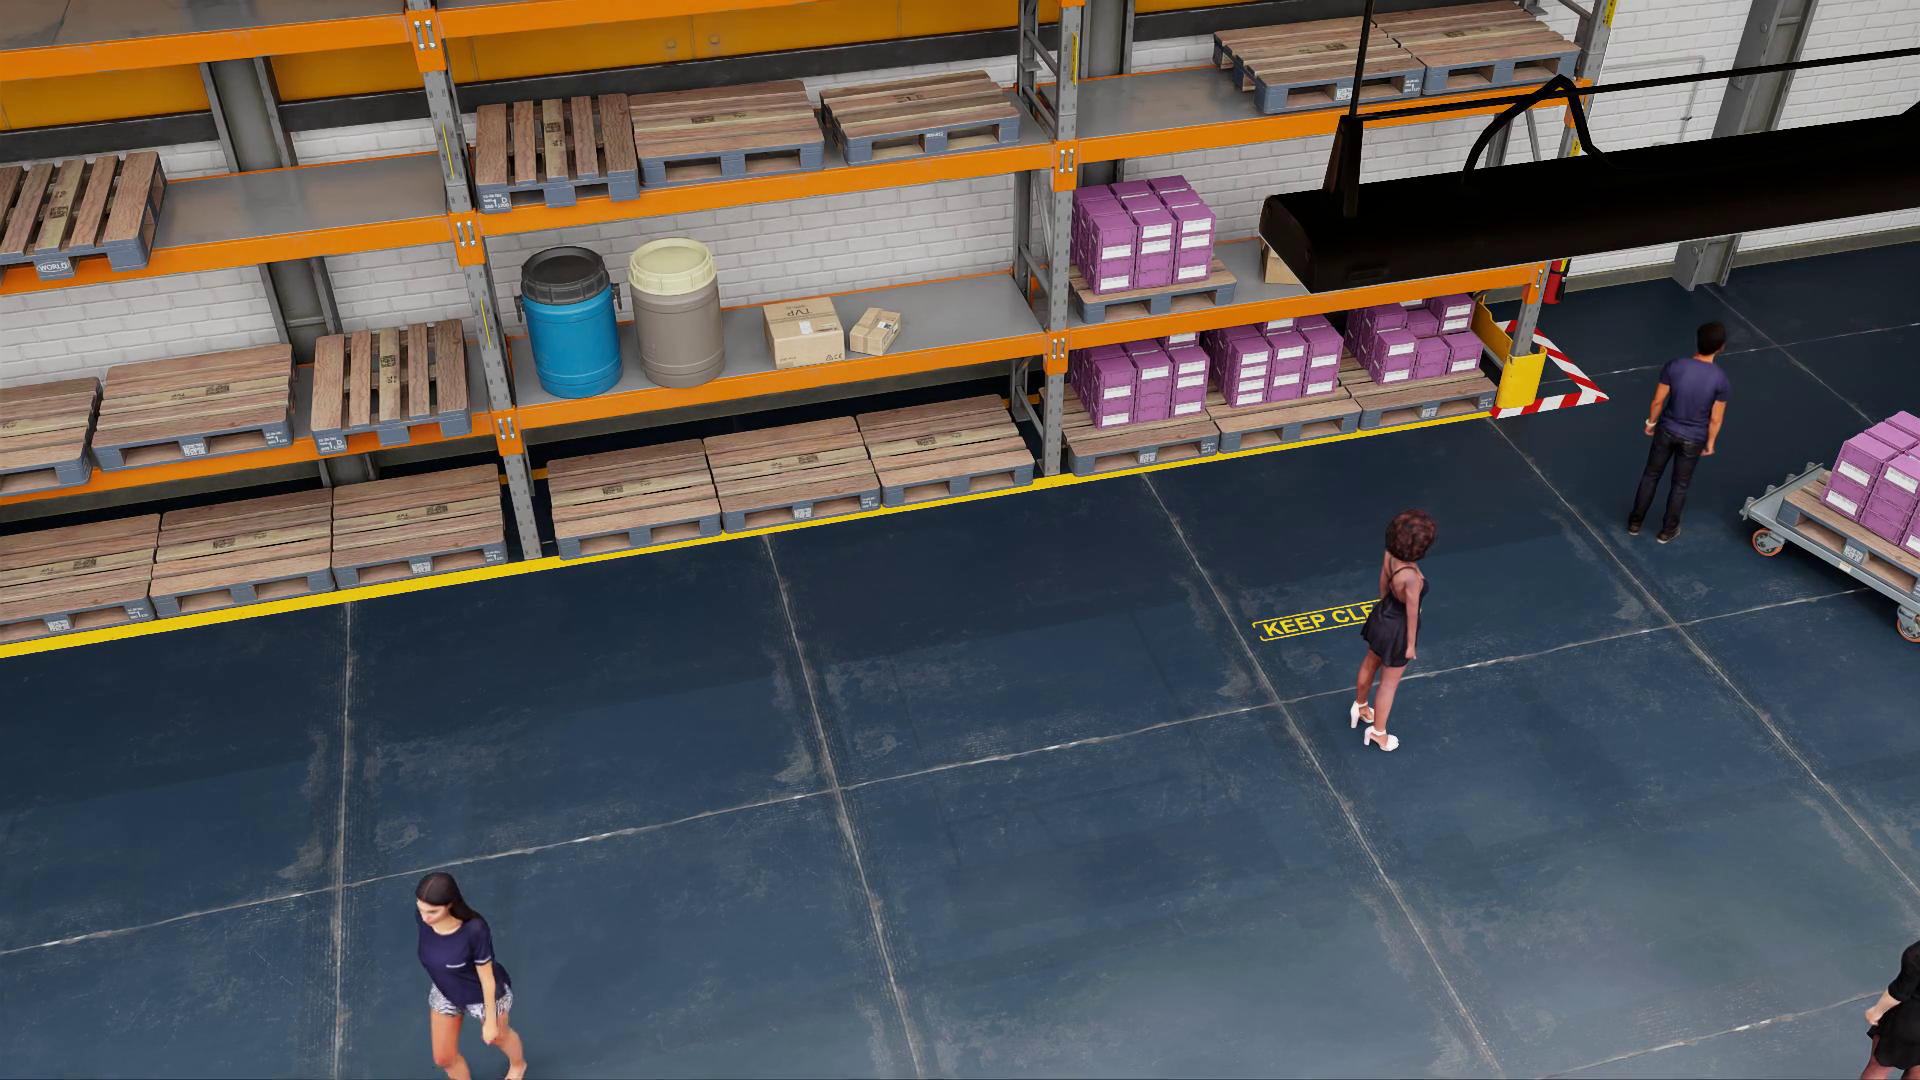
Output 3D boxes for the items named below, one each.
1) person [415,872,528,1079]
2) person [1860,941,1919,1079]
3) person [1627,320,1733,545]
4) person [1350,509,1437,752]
[{"bbox_3d":[-2.378,2.182,8.273,0.818,1.748,0.855,12,40,15],"label":"person"},{"bbox_3d":[4.678,2.341,8.108,0.529,1.705,0.698,1,39,1],"label":"person"},{"bbox_3d":[5.164,-0.767,11.930,0.714,1.792,0.761,22,44,25],"label":"person"},{"bbox_3d":[2.666,0.559,10.272,0.520,1.790,0.538,-9,40,-11],"label":"person"}]
